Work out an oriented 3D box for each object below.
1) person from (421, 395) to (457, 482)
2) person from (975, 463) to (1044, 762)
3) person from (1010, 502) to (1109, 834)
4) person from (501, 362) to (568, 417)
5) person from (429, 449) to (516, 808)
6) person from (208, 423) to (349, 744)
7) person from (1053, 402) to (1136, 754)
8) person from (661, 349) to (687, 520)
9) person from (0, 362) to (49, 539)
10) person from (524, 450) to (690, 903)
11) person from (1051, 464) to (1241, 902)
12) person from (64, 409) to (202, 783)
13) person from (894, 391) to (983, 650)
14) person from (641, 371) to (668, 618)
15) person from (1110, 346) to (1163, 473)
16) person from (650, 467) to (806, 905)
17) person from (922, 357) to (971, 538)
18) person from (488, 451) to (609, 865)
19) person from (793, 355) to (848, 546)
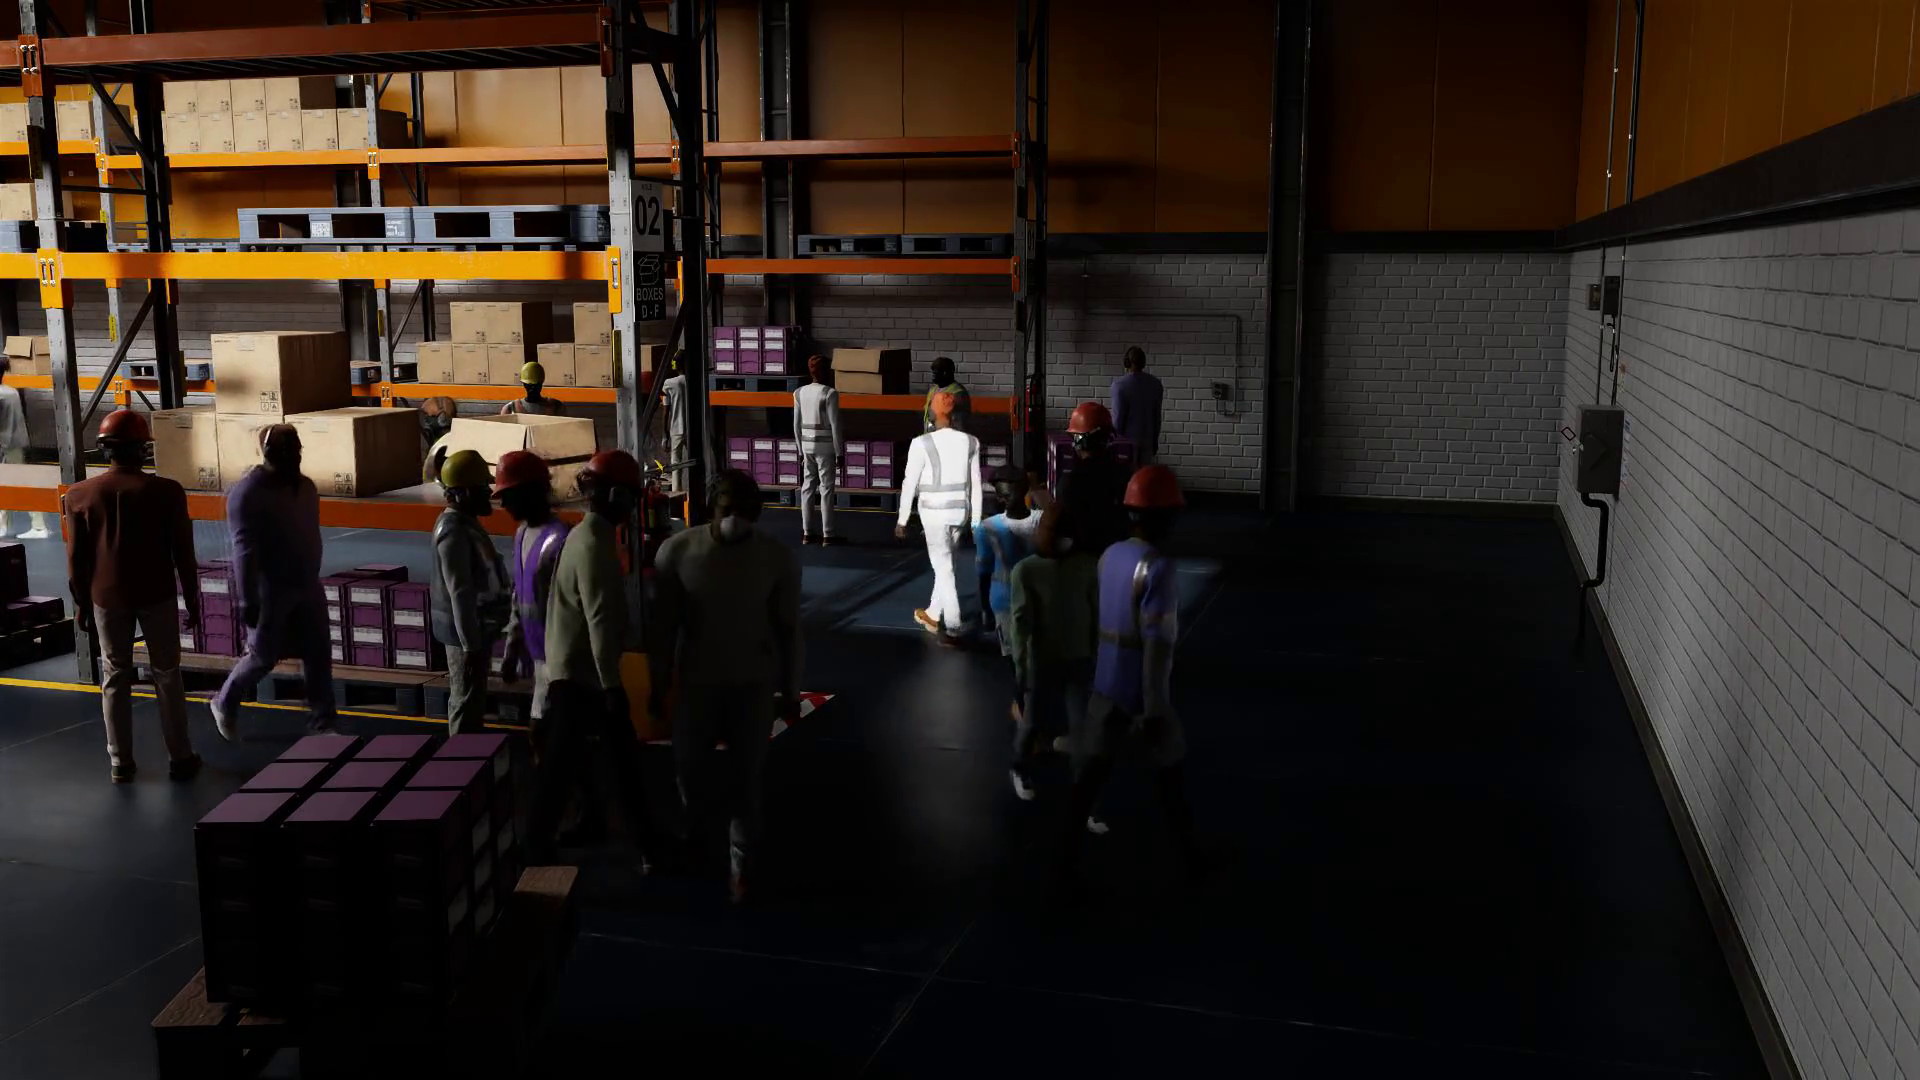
[{"bbox_3d":[-3.679,-0.124,11.957,0.429,1.837,0.636,-3,10,-16],"label":"person"},{"bbox_3d":[0.359,0.372,9.455,0.526,1.645,0.807,-2,9,-10],"label":"person"},{"bbox_3d":[0.478,0.593,8.311,0.504,1.599,0.818,-3,10,-16],"label":"person"},{"bbox_3d":[-3.744,-0.621,14.737,0.581,1.919,0.396,-4,10,-23],"label":"person"},{"bbox_3d":[-2.460,0.457,8.404,0.403,1.835,0.588,-3,10,-17],"label":"person"},{"bbox_3d":[-3.903,0.265,9.463,0.857,1.884,0.654,4,10,22],"label":"person"},{"bbox_3d":[0.743,0.219,9.367,0.621,1.992,0.397,-8,13,-42],"label":"person"},{"bbox_3d":[-2.994,-1.138,18.071,0.499,1.861,0.327,-5,10,-26],"label":"person"},{"bbox_3d":[-9.629,-0.901,16.690,0.777,1.832,0.543,-2,9,-10],"label":"person"},{"bbox_3d":[-1.534,0.601,7.193,0.851,1.936,0.832,-2,9,-9],"label":"person"},{"bbox_3d":[0.793,0.622,7.210,0.974,1.889,0.567,-5,11,-29],"label":"person"},{"bbox_3d":[-4.400,0.299,8.884,0.623,1.990,0.390,-3,10,-16],"label":"person"},{"bbox_3d":[-0.195,-0.162,12.150,0.580,1.847,0.918,-6,11,-35],"label":"person"},{"bbox_3d":[-2.466,-0.360,13.081,0.376,1.933,0.551,-2,10,-12],"label":"person"},{"bbox_3d":[1.788,-1.014,17.054,0.636,1.938,0.354,-6,11,-31],"label":"person"},{"bbox_3d":[-1.005,0.611,7.247,0.672,1.920,0.621,-1,9,-7],"label":"person"},{"bbox_3d":[-0.153,-0.927,16.817,0.429,1.842,0.629,-6,11,-33],"label":"person"},{"bbox_3d":[-1.968,0.540,7.741,0.734,1.887,0.616,-7,12,-37],"label":"person"},{"bbox_3d":[-1.376,-0.877,16.388,0.573,1.883,0.354,7,11,35],"label":"person"}]
